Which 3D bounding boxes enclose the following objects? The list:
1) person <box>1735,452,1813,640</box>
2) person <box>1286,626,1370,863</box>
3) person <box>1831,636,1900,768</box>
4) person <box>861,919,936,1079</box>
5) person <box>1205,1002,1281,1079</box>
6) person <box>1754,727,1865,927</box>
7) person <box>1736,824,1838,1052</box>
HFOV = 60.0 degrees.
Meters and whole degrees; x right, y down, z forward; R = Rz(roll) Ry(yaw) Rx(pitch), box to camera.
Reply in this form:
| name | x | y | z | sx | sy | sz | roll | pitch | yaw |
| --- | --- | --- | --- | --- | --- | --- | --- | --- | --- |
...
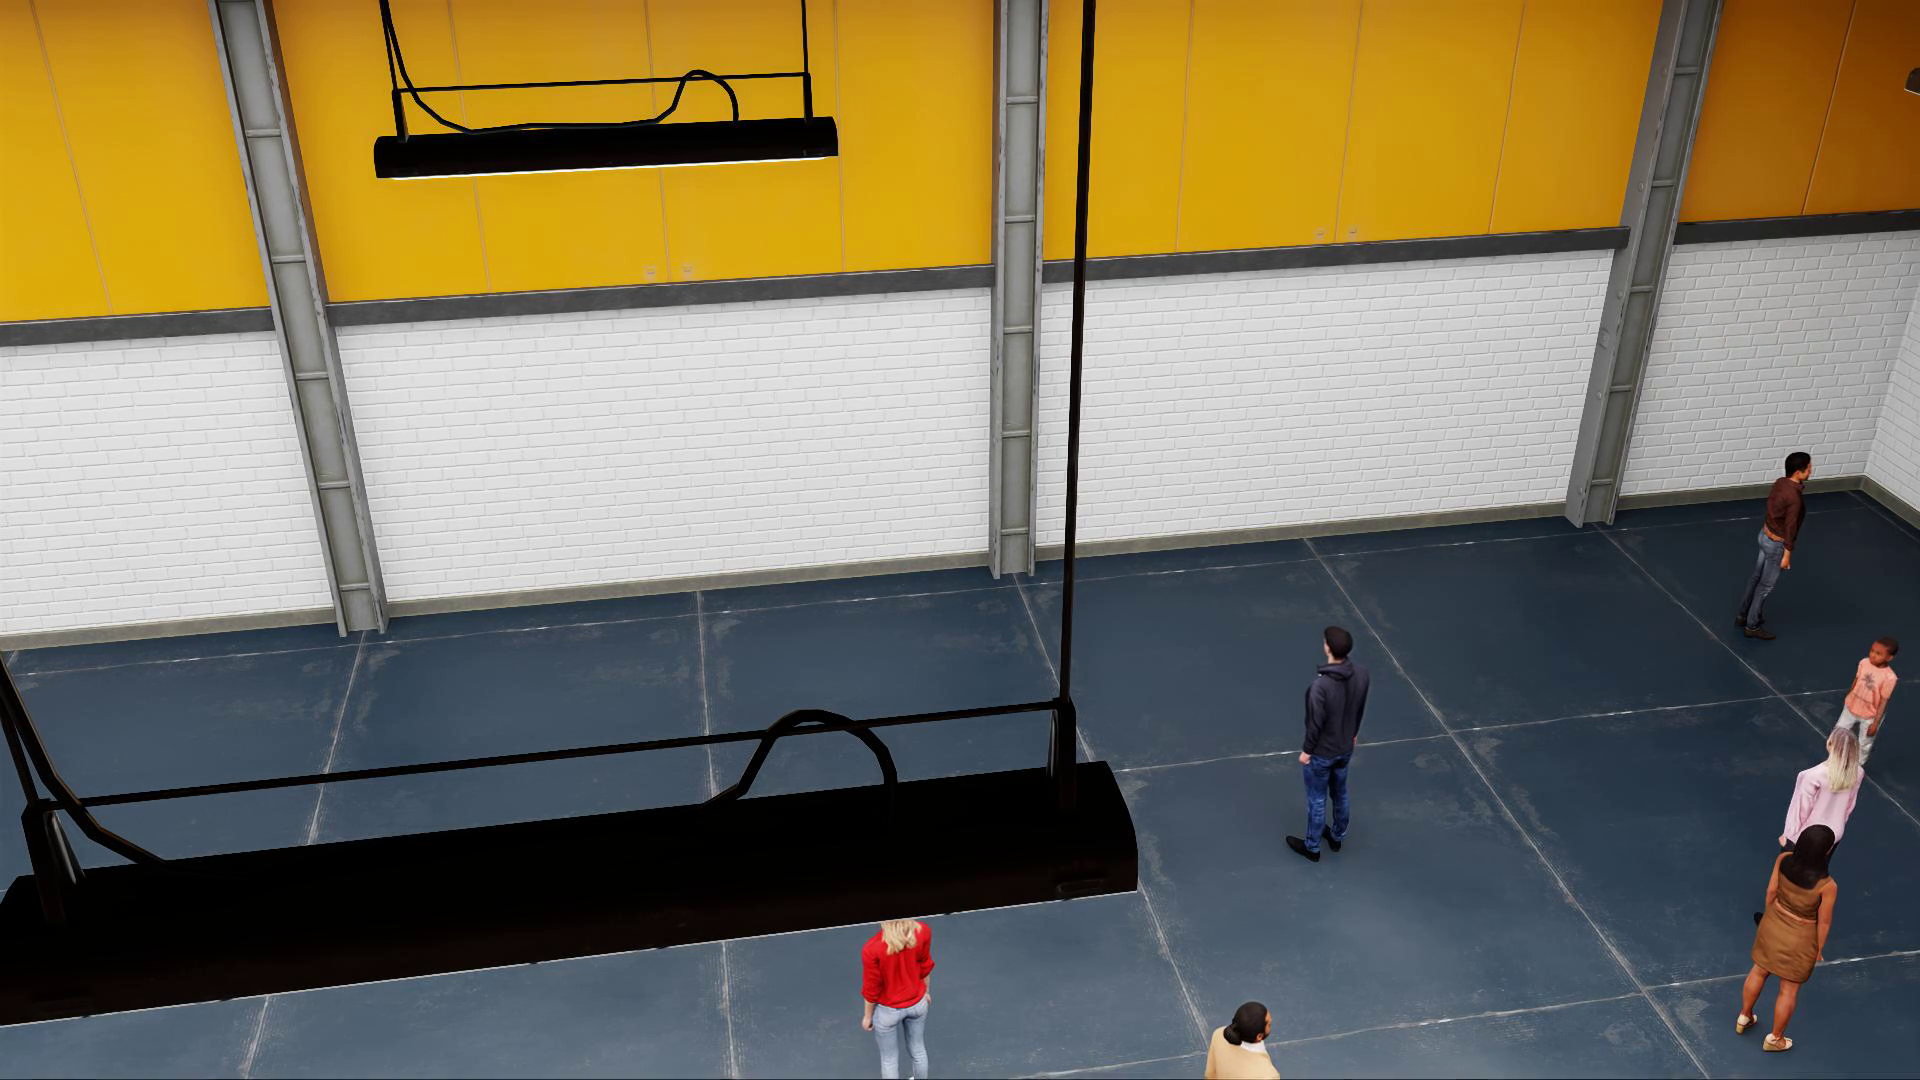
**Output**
| name | x | y | z | sx | sy | sz | roll | pitch | yaw |
| --- | --- | --- | --- | --- | --- | --- | --- | --- | --- |
| person | 7.174 | 0.028 | 14.649 | 0.614 | 1.779 | 0.704 | 3 | 29 | 5 |
| person | 2.647 | 1.464 | 11.900 | 0.649 | 1.892 | 0.813 | -17 | 33 | -28 |
| person | 7.026 | 1.296 | 12.822 | 0.593 | 1.302 | 0.565 | -12 | 31 | -20 |
| person | -0.364 | 2.728 | 9.778 | 0.565 | 1.703 | 0.742 | -15 | 32 | -26 |
| person | 1.508 | 3.161 | 8.930 | 0.735 | 1.755 | 0.743 | -18 | 33 | -30 |
| person | 5.744 | 1.974 | 11.176 | 0.471 | 1.688 | 0.658 | -6 | 29 | -10 |
| person | 5.135 | 2.452 | 10.298 | 0.620 | 1.690 | 0.629 | -16 | 33 | -27 |
